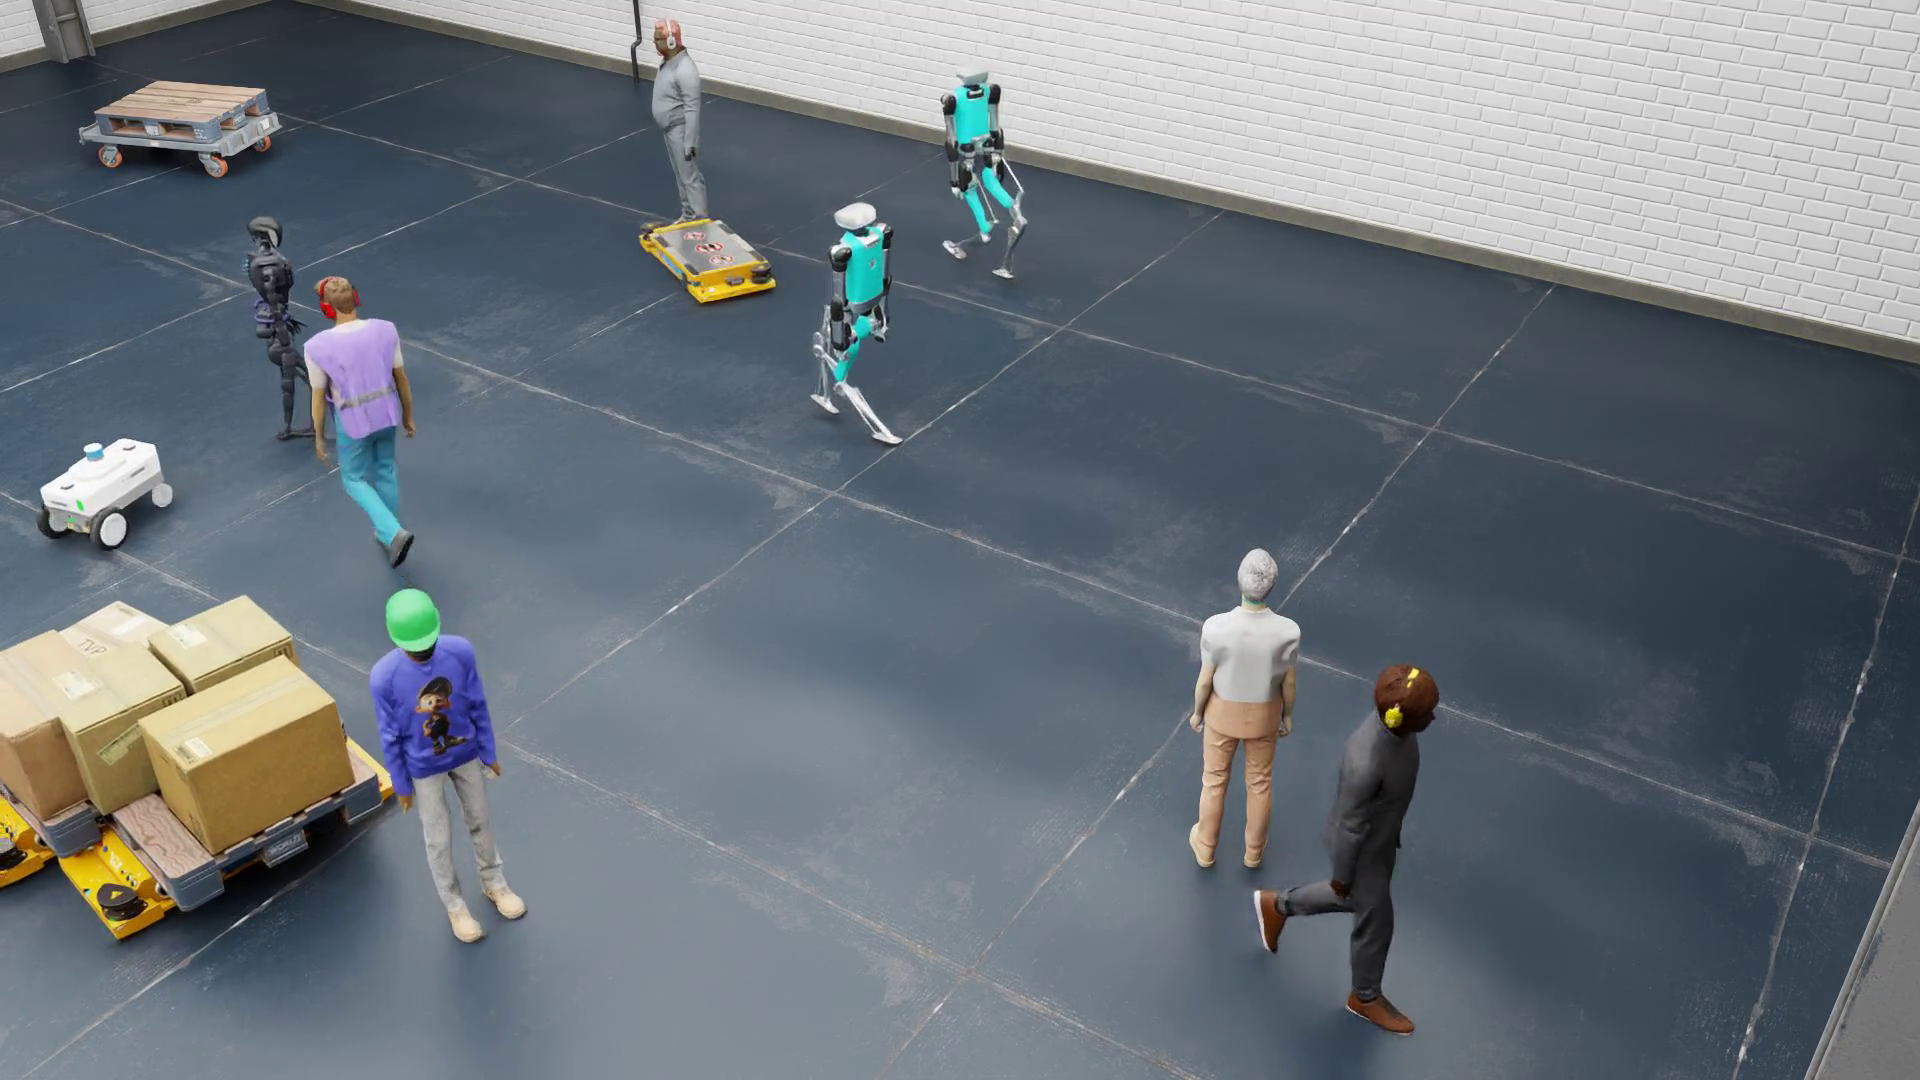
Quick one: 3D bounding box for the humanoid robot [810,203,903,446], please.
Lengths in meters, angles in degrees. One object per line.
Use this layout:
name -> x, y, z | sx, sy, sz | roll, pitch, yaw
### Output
humanoid robot -> -0.841, -1.487, 11.260 | 1.039, 1.772, 0.548 | 24, 40, 32

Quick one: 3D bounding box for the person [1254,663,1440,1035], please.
person -> 1.634, 1.230, 6.890 | 0.735, 1.847, 0.494 | 19, 37, 27

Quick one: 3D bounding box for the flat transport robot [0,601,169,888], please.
flat transport robot -> -4.295, 1.178, 8.424 | 0.659, 0.231, 1.431 | 26, 41, 34

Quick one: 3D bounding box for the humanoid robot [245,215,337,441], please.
humanoid robot -> -4.531, -1.401, 11.137 | 0.413, 1.649, 0.610 | -11, 34, -16

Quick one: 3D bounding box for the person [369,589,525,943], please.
person -> -2.243, 0.980, 7.270 | 0.474, 1.861, 0.396 | -21, 38, -29

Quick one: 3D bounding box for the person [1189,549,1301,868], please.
person -> 1.305, 0.793, 7.654 | 0.471, 1.748, 0.320 | 2, 33, 3

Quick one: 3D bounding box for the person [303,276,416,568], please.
person -> -3.499, -0.662, 9.849 | 0.615, 1.816, 0.566 | -28, 42, -36

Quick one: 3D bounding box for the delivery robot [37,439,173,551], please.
delivery robot -> -5.400, -0.307, 10.484 | 0.499, 0.609, 0.805 | 11, 34, 17

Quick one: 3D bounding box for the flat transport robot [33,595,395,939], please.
flat transport robot -> -3.563, 1.358, 8.143 | 0.659, 0.231, 1.431 | 28, 42, 36

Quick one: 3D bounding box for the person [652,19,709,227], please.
person -> -2.394, -3.457, 14.123 | 0.405, 1.905, 0.650 | -13, 35, -20

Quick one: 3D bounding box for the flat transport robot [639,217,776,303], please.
flat transport robot -> -2.137, -2.378, 13.956 | 0.659, 0.231, 1.431 | -17, 36, -24

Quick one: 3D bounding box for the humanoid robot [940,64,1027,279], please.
humanoid robot -> 0.232, -2.905, 13.451 | 0.536, 1.758, 0.963 | -19, 37, -27
